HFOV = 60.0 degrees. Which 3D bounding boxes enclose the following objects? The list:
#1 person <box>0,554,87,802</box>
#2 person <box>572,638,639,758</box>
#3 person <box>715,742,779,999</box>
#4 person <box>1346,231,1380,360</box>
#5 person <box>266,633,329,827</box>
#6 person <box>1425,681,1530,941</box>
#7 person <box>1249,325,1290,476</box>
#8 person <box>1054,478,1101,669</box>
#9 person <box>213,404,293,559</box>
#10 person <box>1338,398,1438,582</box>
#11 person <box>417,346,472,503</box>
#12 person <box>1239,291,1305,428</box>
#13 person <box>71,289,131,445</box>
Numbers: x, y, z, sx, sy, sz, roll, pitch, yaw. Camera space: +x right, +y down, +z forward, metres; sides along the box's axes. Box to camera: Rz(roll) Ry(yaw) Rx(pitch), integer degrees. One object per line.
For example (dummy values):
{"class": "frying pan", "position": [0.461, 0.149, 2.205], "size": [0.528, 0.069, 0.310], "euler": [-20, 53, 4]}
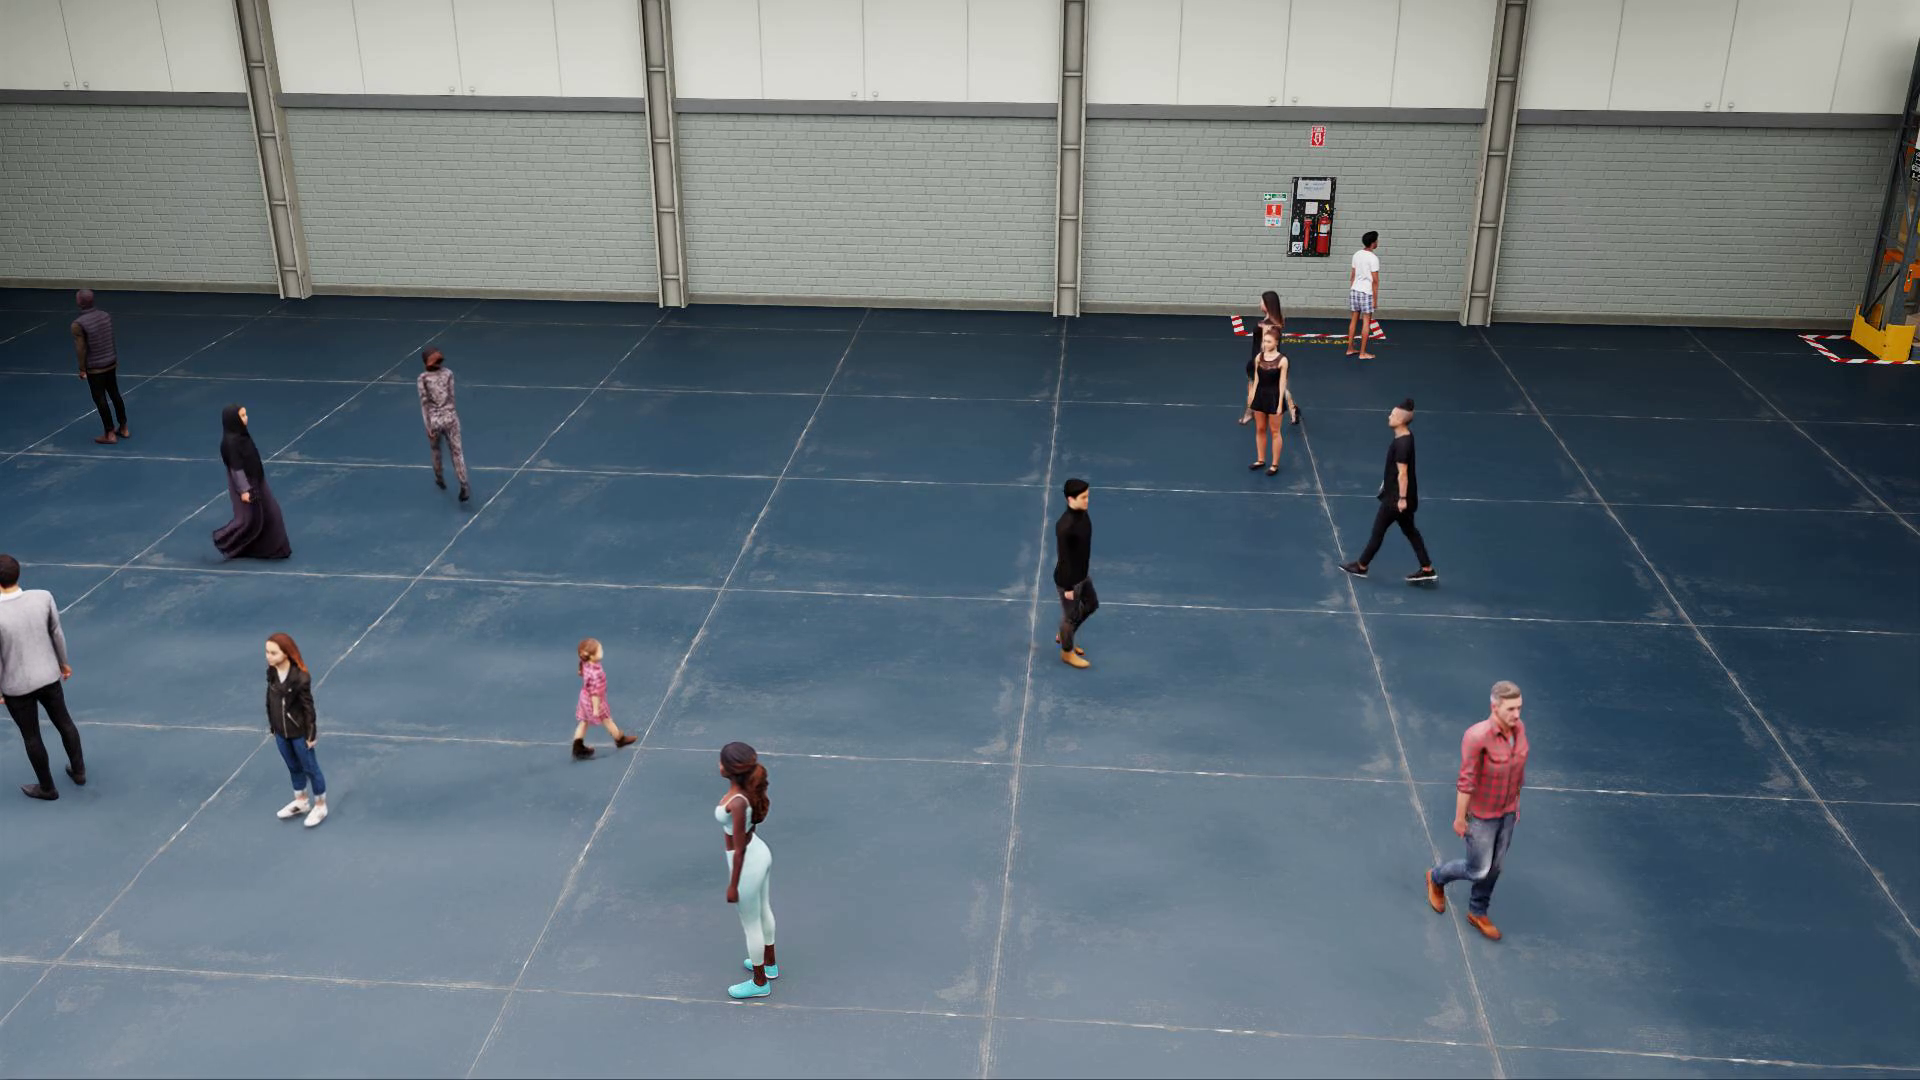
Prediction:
{"class": "person", "position": [-6.809, 0.999, 12.187], "size": [0.800, 1.921, 0.833], "euler": [14, 27, 29]}
{"class": "person", "position": [-2.873, 1.229, 12.826], "size": [0.781, 0.998, 0.673], "euler": [-13, 26, -29]}
{"class": "person", "position": [-1.291, 1.994, 10.100], "size": [0.542, 1.724, 0.583], "euler": [4, 23, 9]}
{"class": "person", "position": [5.493, -3.349, 22.653], "size": [0.718, 1.734, 0.708], "euler": [-12, 26, -26]}
{"class": "person", "position": [-4.783, 1.336, 11.954], "size": [0.558, 1.484, 0.686], "euler": [10, 25, 22]}
{"class": "person", "position": [3.339, 1.687, 10.706], "size": [0.917, 1.816, 0.967], "euler": [-13, 26, -28]}
{"class": "person", "position": [3.456, -1.572, 18.541], "size": [0.677, 1.681, 0.752], "euler": [20, 30, 39]}
{"class": "person", "position": [0.914, 0.259, 14.186], "size": [0.761, 1.719, 0.769], "euler": [12, 26, 25]}
{"class": "person", "position": [-7.015, -0.540, 16.219], "size": [0.936, 1.599, 0.585], "euler": [2, 23, 4]}
{"class": "person", "position": [4.225, -0.427, 15.667], "size": [1.237, 1.823, 0.901], "euler": [8, 24, 18]}
{"class": "person", "position": [-5.460, -1.197, 17.673], "size": [1.129, 1.670, 1.072], "euler": [-14, 27, -30]}
{"class": "person", "position": [3.741, -2.098, 19.775], "size": [1.147, 1.684, 0.961], "euler": [15, 27, 31]}
{"class": "person", "position": [-10.064, -2.045, 19.455], "size": [0.664, 1.836, 0.745], "euler": [8, 24, 18]}
